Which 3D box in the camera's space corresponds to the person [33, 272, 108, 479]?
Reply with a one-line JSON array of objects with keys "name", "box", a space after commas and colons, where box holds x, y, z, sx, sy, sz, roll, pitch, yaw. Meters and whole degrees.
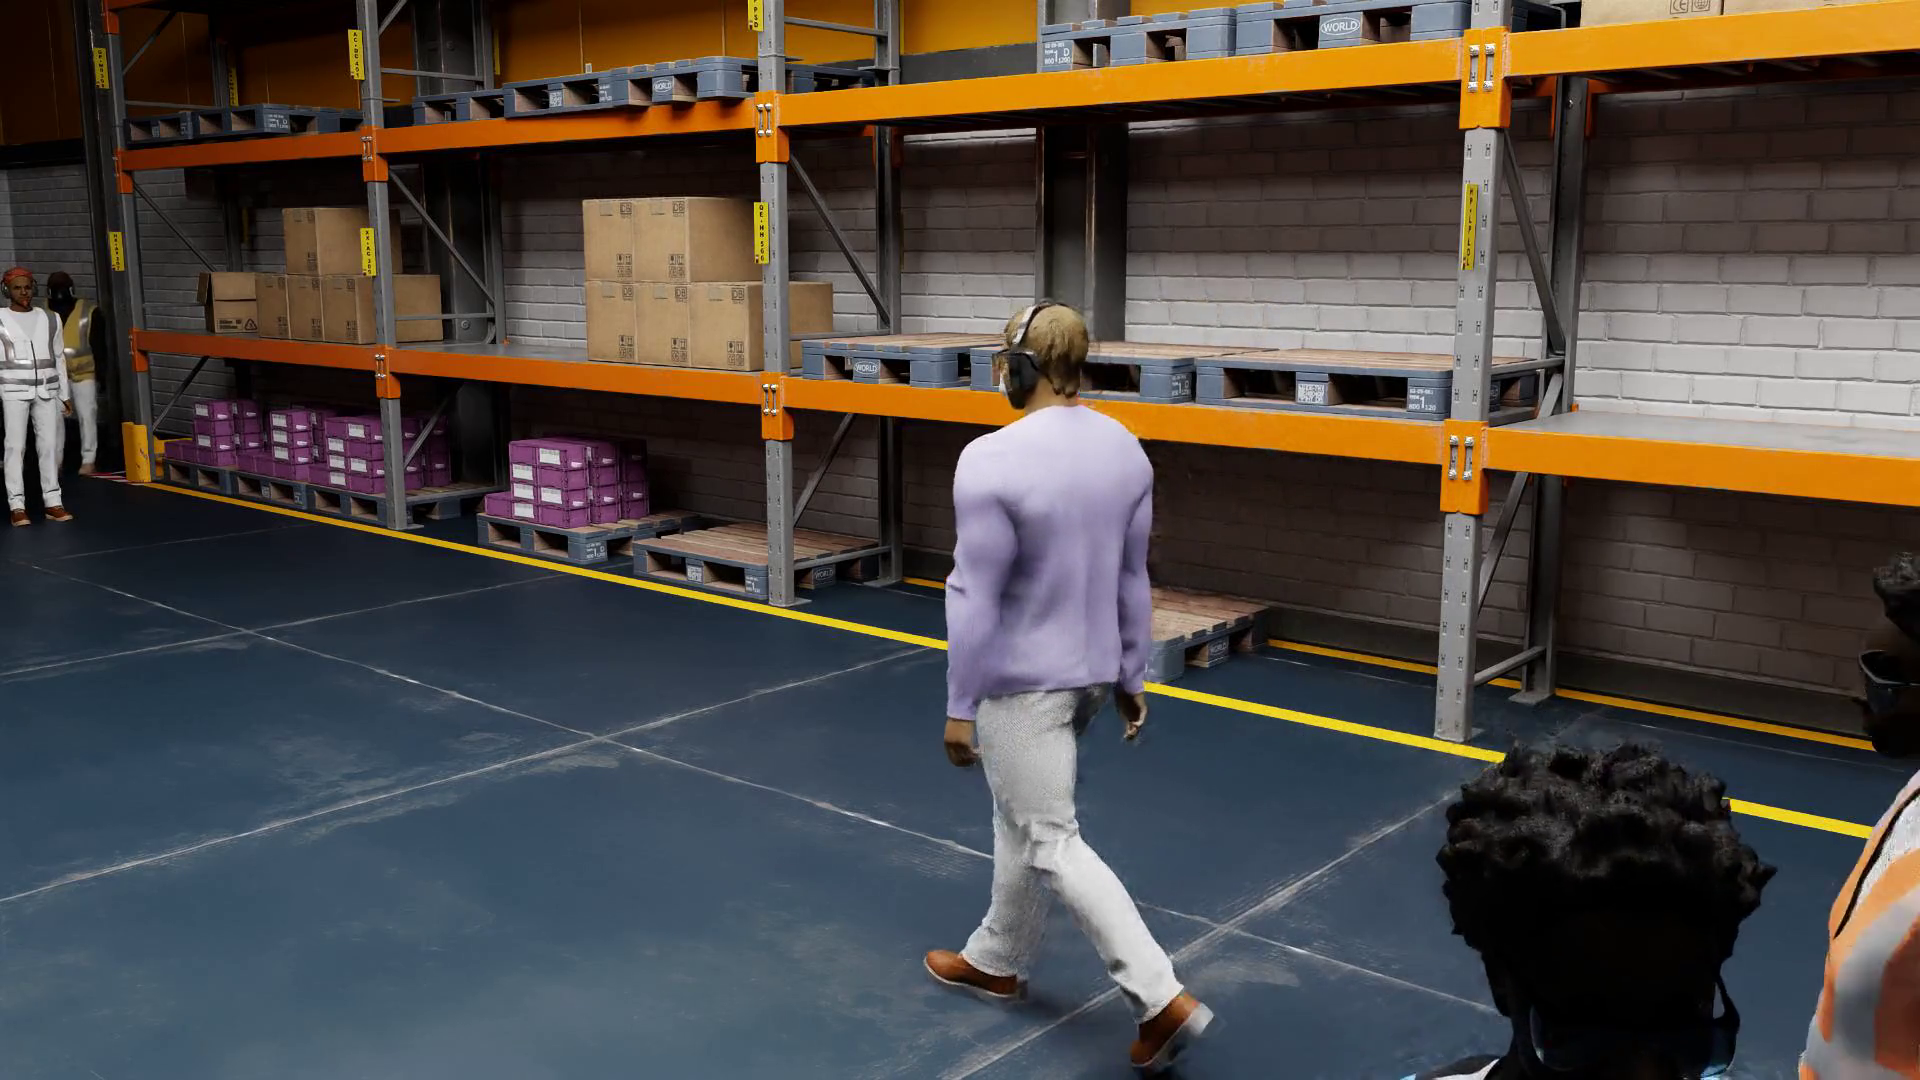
[{"name": "person", "box": [-7.836, -1.436, 14.611, 0.642, 1.805, 0.861, -3, 10, -17]}]

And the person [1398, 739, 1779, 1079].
[{"name": "person", "box": [0.457, 0.963, 1.317, 0.545, 1.687, 0.361, -1, 10, -6]}]

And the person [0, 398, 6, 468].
[{"name": "person", "box": [-9.112, -1.634, 15.082, 0.887, 2.000, 0.696, -1, 10, -4]}]

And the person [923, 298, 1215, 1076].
[{"name": "person", "box": [0.267, 0.356, 4.148, 0.949, 1.910, 0.635, 9, 13, 42]}]

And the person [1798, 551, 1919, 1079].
[{"name": "person", "box": [1.244, 0.832, 2.026, 0.472, 1.685, 0.543, 5, 11, 27]}]

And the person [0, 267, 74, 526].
[{"name": "person", "box": [-6.832, -1.051, 12.209, 0.341, 1.882, 0.587, 8, 13, 39]}]
